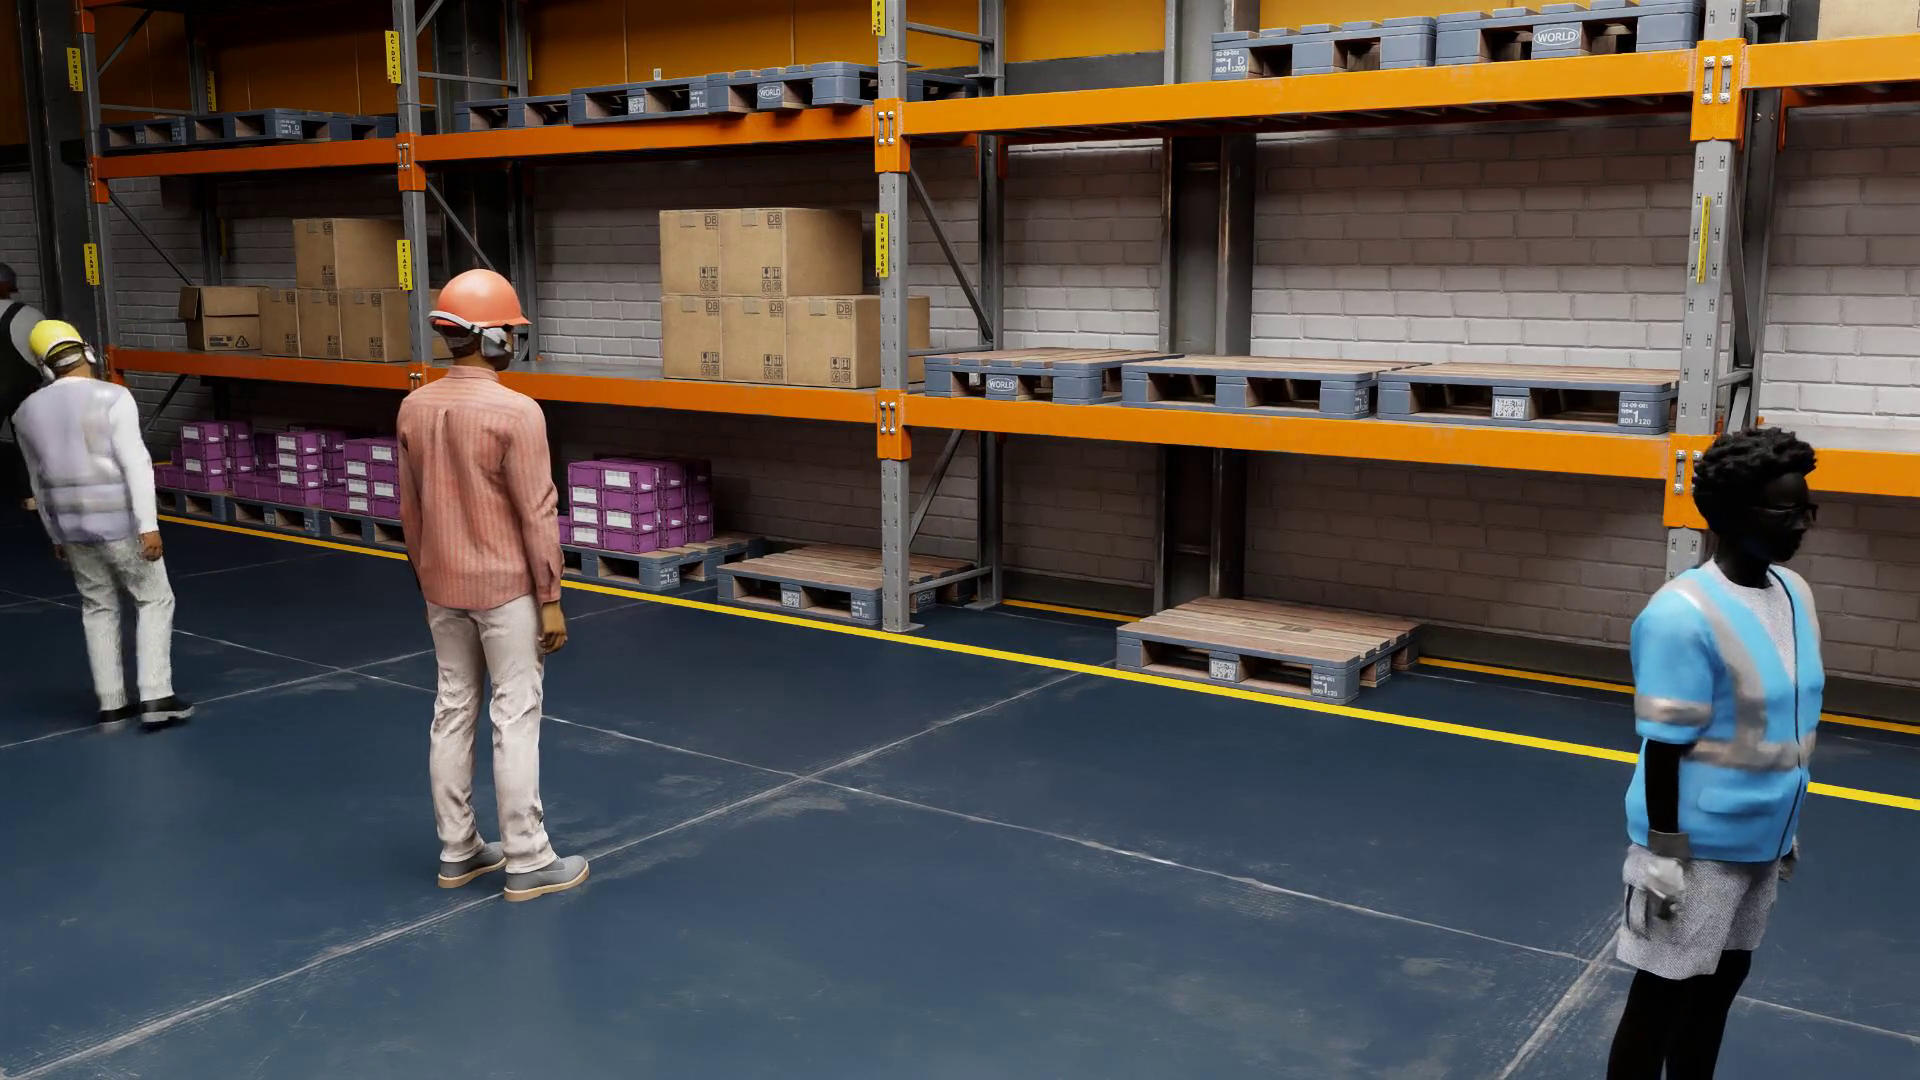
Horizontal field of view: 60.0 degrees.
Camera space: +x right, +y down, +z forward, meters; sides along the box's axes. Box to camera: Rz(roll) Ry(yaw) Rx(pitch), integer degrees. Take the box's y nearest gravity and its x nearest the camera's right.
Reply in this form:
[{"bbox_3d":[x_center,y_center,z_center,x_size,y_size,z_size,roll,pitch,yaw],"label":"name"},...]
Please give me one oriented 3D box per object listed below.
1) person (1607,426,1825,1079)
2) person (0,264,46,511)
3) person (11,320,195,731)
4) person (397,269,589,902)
[{"bbox_3d":[1.565,0.609,3.435,0.540,1.695,0.317,-7,12,-37],"label":"person"},{"bbox_3d":[-7.719,-1.246,13.458,0.706,2.000,0.588,-5,11,-28],"label":"person"},{"bbox_3d":[-3.715,-0.060,7.201,0.669,1.769,0.403,2,10,11],"label":"person"},{"bbox_3d":[-1.494,0.150,5.281,0.611,1.995,0.381,5,11,28],"label":"person"}]
